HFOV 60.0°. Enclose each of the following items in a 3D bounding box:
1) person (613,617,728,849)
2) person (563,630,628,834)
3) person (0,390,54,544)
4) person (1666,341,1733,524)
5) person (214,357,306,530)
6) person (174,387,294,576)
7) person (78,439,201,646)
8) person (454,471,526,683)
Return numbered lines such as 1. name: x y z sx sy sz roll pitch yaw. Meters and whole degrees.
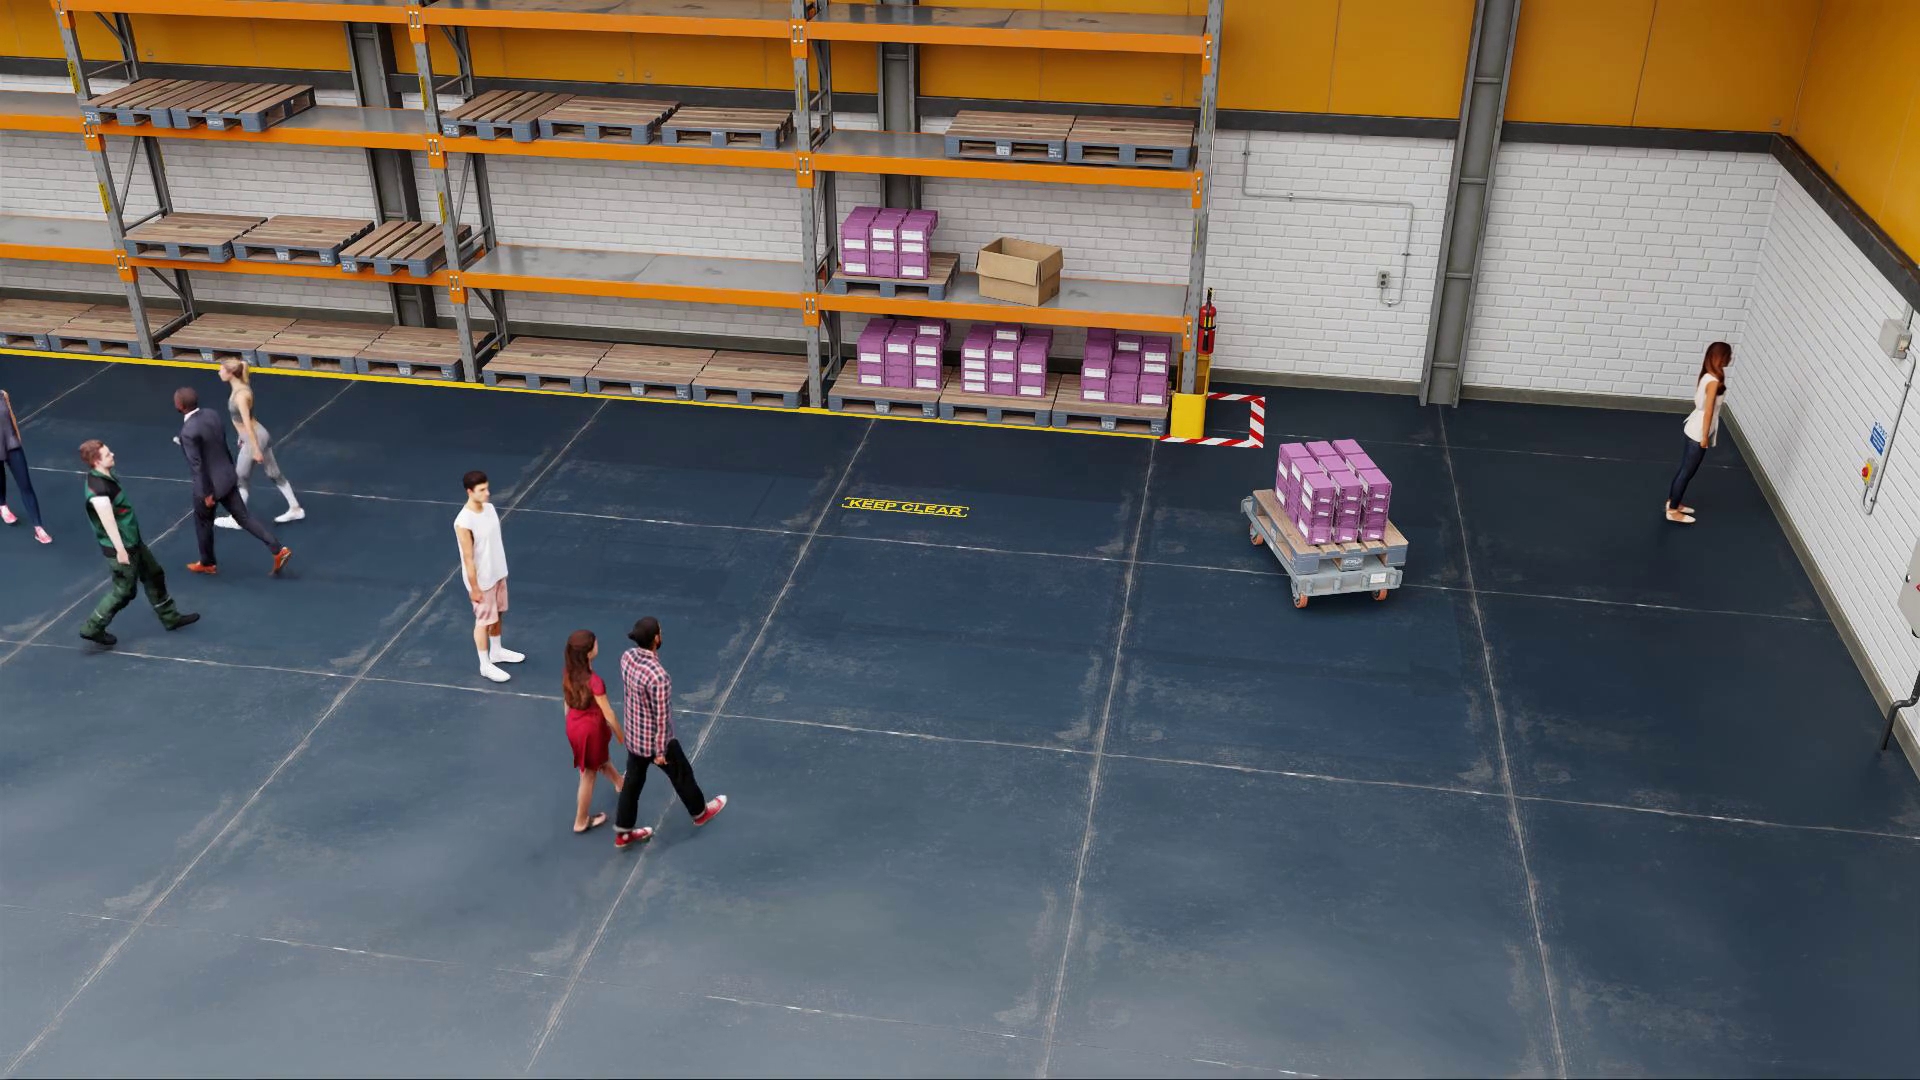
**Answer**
1. person: -2.151 1.345 11.220 1.120 1.715 1.081 25 37 37
2. person: -2.608 1.340 11.425 0.952 1.527 0.889 20 35 33
3. person: -8.806 -0.813 15.216 1.240 1.676 1.014 24 36 36
4. person: 6.857 -1.017 15.478 0.553 1.784 0.595 9 30 15
5. person: -6.416 -0.888 15.357 1.121 1.672 0.893 -10 30 -17
6. person: -6.388 -0.466 14.464 1.202 1.787 0.686 5 29 10
7. person: -6.879 0.053 13.487 1.224 1.811 1.068 -13 31 -22
8. person: -3.757 0.257 13.141 0.543 1.784 0.637 6 29 10
